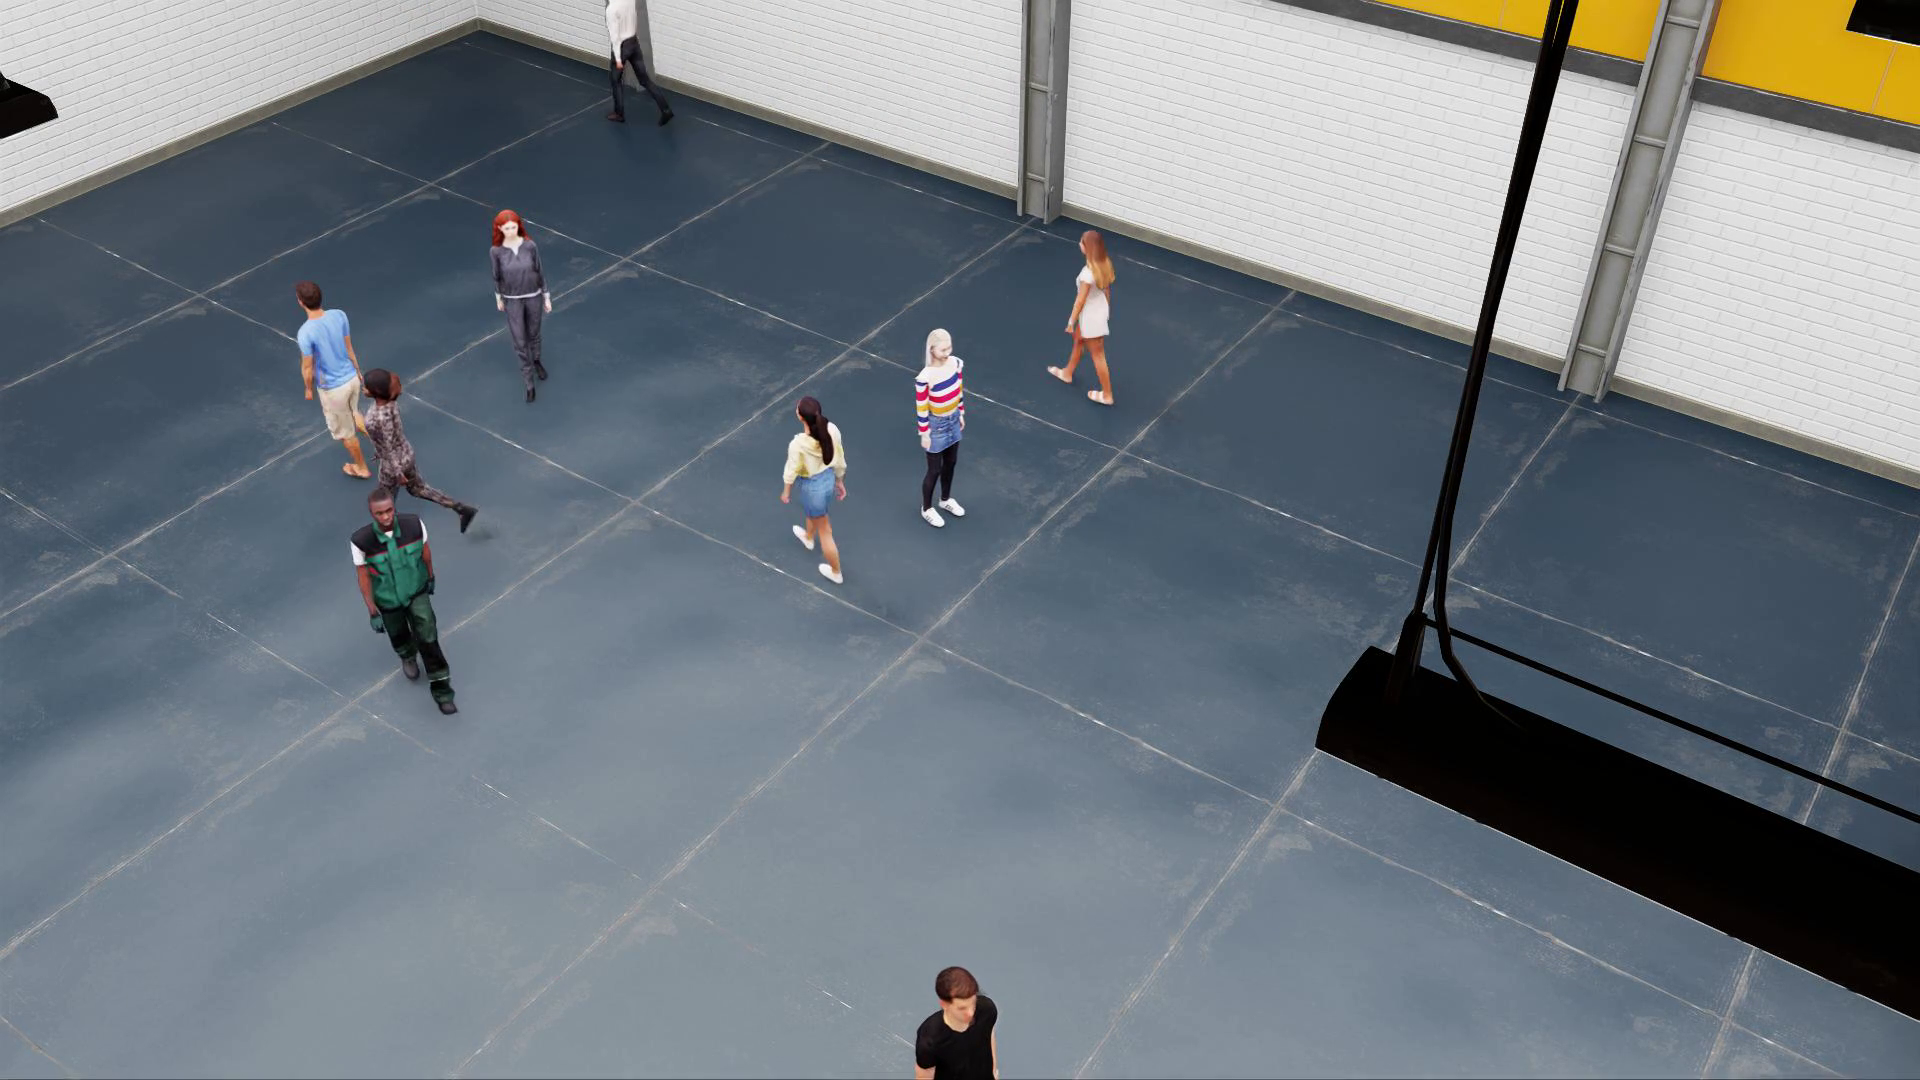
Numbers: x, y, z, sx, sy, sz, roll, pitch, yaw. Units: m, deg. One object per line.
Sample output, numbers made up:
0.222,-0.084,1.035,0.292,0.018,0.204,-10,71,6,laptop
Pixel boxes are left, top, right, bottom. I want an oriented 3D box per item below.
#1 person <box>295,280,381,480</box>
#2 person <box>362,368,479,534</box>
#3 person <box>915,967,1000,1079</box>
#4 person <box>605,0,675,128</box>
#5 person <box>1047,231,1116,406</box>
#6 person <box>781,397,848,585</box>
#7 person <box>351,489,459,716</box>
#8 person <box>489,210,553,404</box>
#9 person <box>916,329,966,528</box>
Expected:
-5.095,-1.274,13.776,0.769,1.848,0.700,17,42,20,person
-4.345,-0.624,13.090,1.126,1.688,1.030,-5,39,-6,person
-0.011,2.836,8.617,0.735,1.863,0.690,-26,45,-29,person
-3.777,-5.651,19.265,1.169,1.837,0.693,21,43,25,person
1.258,-1.937,14.750,0.970,1.667,0.626,20,43,23,person
-1.050,-0.343,12.807,0.986,1.601,0.729,30,47,32,person
-3.993,0.356,11.789,1.033,1.780,1.287,-19,42,-22,person
-3.947,-2.196,15.003,0.929,1.758,1.052,-13,40,-16,person
-0.157,-0.924,13.370,0.560,1.808,0.668,30,47,32,person
